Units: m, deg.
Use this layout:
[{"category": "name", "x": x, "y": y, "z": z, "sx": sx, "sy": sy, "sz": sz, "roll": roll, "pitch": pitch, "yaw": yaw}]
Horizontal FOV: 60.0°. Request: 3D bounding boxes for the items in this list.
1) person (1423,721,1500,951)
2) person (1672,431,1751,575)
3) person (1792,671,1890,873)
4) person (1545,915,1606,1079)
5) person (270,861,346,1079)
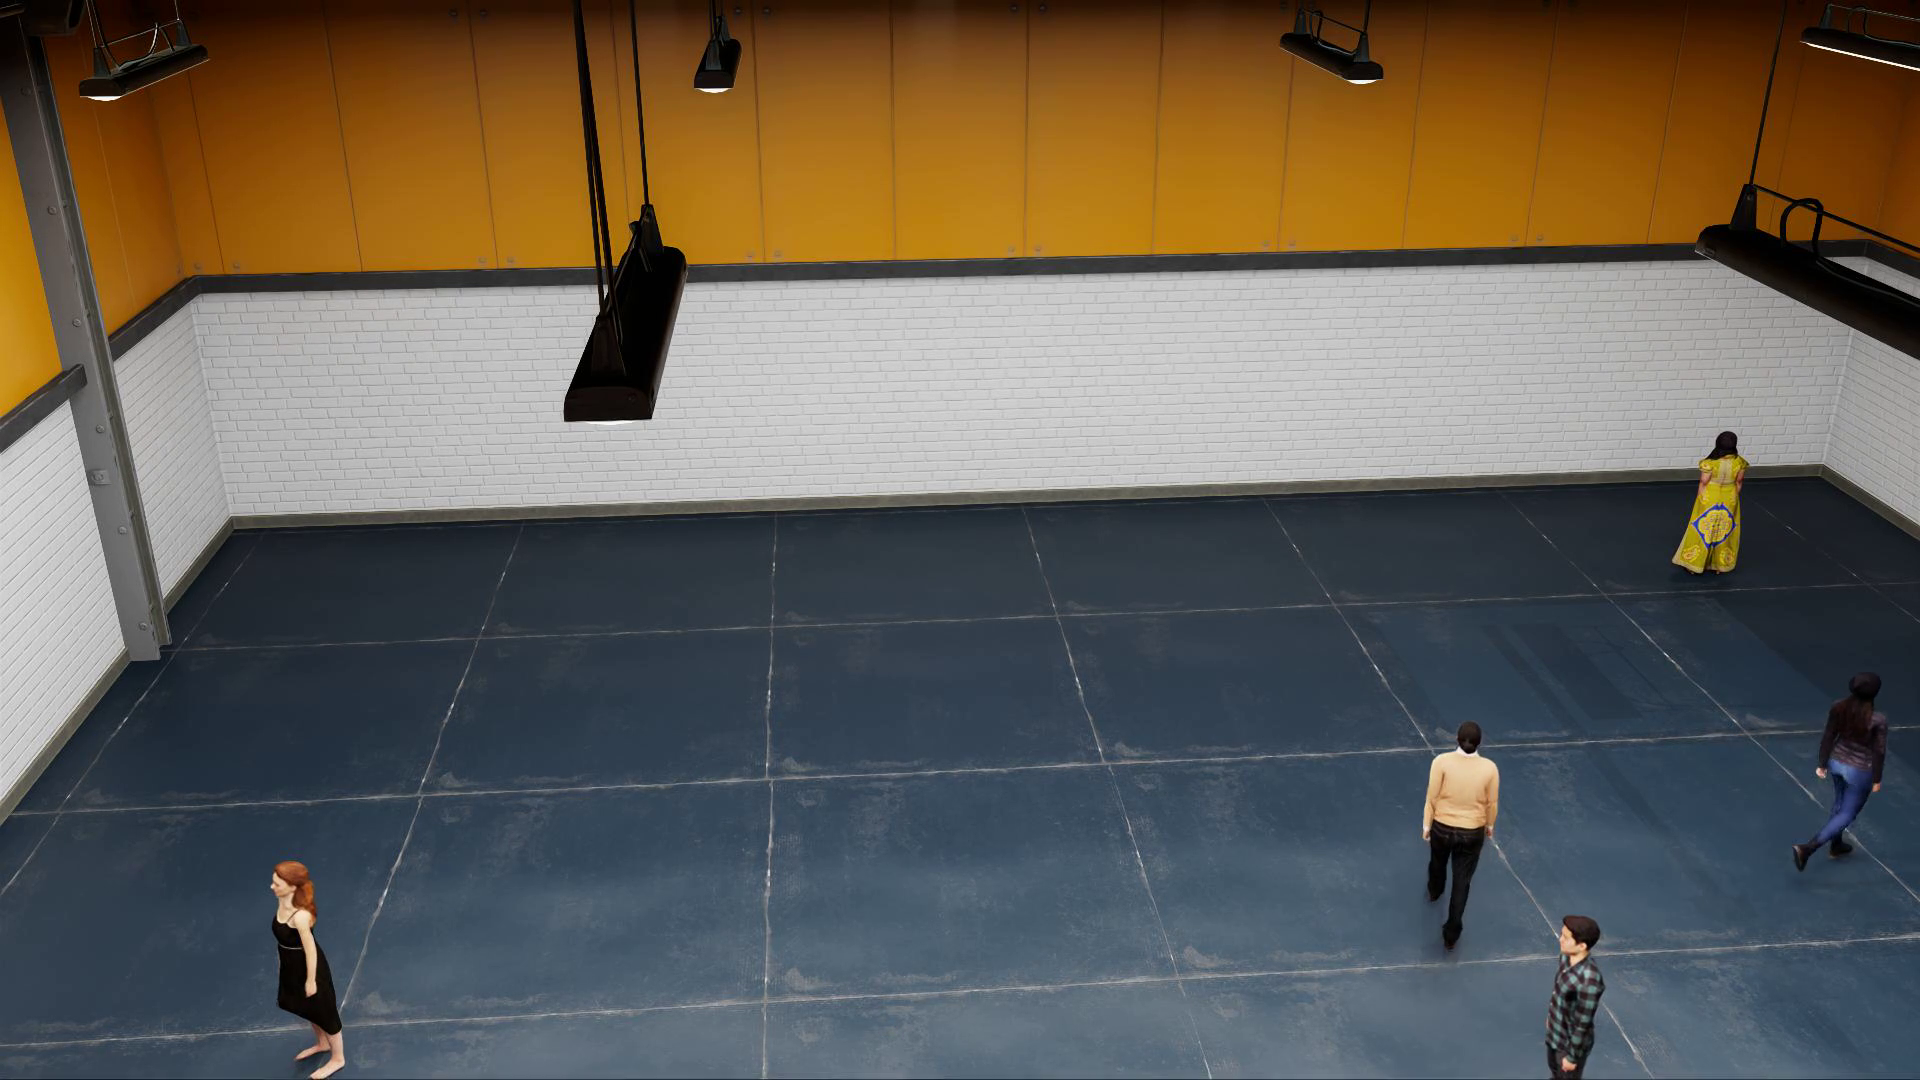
[{"category": "person", "x": 3.664, "y": 2.194, "z": 12.263, "sx": 0.977, "sy": 1.706, "sz": 1.270, "roll": 7, "pitch": 25, "yaw": 16}, {"category": "person", "x": 8.319, "y": -0.416, "z": 18.290, "sx": 0.877, "sy": 1.660, "sz": 0.798, "roll": 1, "pitch": 24, "yaw": 2}, {"category": "person", "x": 6.908, "y": 1.853, "z": 13.022, "sx": 0.961, "sy": 1.722, "sz": 1.091, "roll": -13, "pitch": 27, "yaw": -27}, {"category": "person", "x": 3.851, "y": 3.103, "z": 10.497, "sx": 0.744, "sy": 1.702, "sz": 0.552, "roll": 0, "pitch": 24, "yaw": 1}, {"category": "person", "x": -4.302, "y": 2.811, "z": 10.954, "sx": 0.742, "sy": 1.624, "sz": 0.660, "roll": -18, "pitch": 29, "yaw": -35}]
